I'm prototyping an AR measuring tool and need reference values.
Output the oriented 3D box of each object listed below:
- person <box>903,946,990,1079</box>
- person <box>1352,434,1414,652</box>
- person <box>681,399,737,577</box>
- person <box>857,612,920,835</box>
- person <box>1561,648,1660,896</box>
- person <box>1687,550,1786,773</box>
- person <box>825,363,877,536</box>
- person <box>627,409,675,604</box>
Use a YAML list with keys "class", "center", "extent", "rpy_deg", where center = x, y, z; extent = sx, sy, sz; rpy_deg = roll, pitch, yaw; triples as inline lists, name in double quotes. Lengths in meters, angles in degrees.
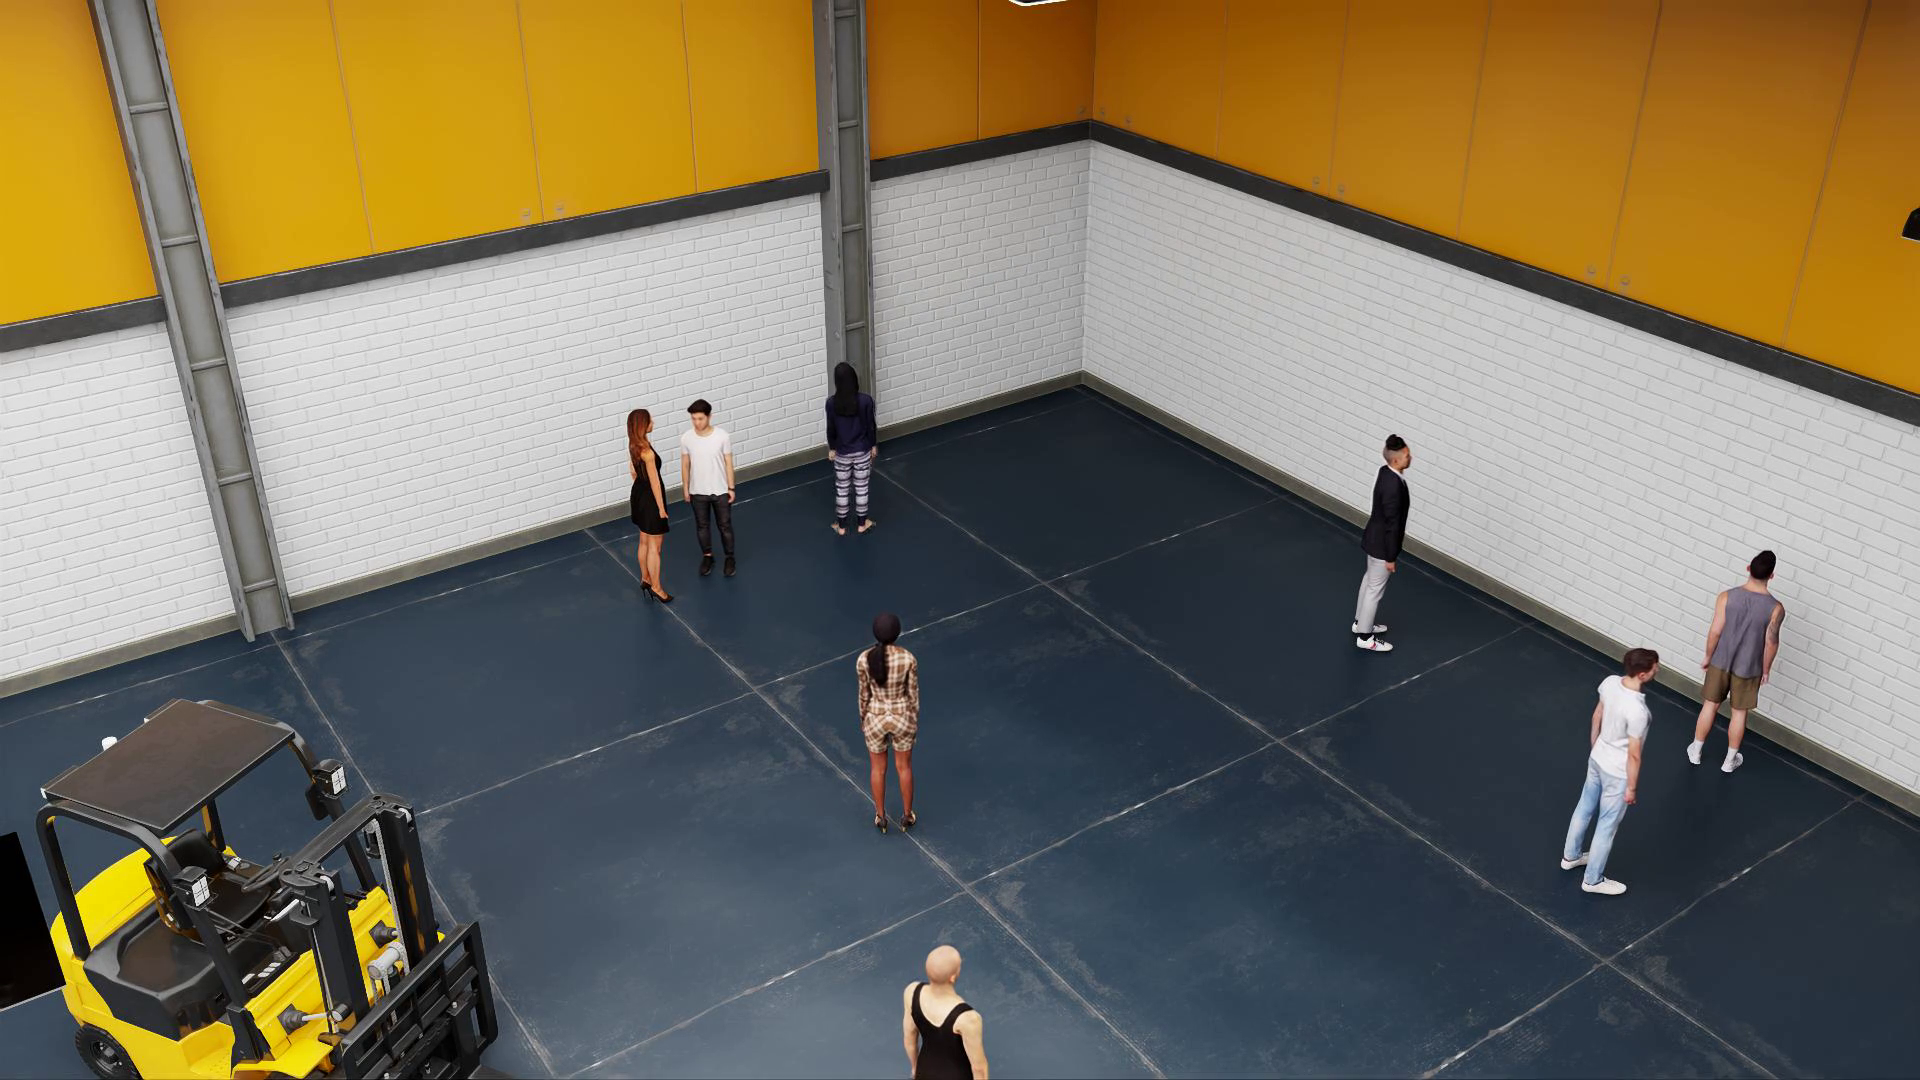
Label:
- class: "person"
  center: [-0.081, 2.852, 8.741]
  extent: [0.710, 1.815, 0.650]
  rpy_deg: [18, 33, 29]
- class: "person"
  center: [3.524, -0.014, 13.855]
  extent: [0.832, 1.949, 0.790]
  rpy_deg: [3, 29, 6]
- class: "person"
  center: [-2.246, -0.493, 14.978]
  extent: [0.684, 1.714, 0.768]
  rpy_deg: [2, 29, 4]
- class: "person"
  center: [-0.492, 1.289, 11.628]
  extent: [0.655, 1.794, 0.731]
  rpy_deg: [2, 29, 3]
- class: "person"
  center: [4.371, 1.518, 11.150]
  extent: [0.702, 1.850, 0.732]
  rpy_deg: [-5, 29, -8]
- class: "person"
  center: [5.763, 0.902, 12.356]
  extent: [0.709, 1.844, 0.705]
  rpy_deg: [15, 32, 26]
- class: "person"
  center: [-1.002, -0.858, 15.631]
  extent: [0.639, 1.729, 0.753]
  rpy_deg: [2, 29, 5]
- class: "person"
  center: [-2.712, -0.297, 14.494]
  extent: [0.511, 1.834, 0.570]
  rpy_deg: [-19, 34, -31]
